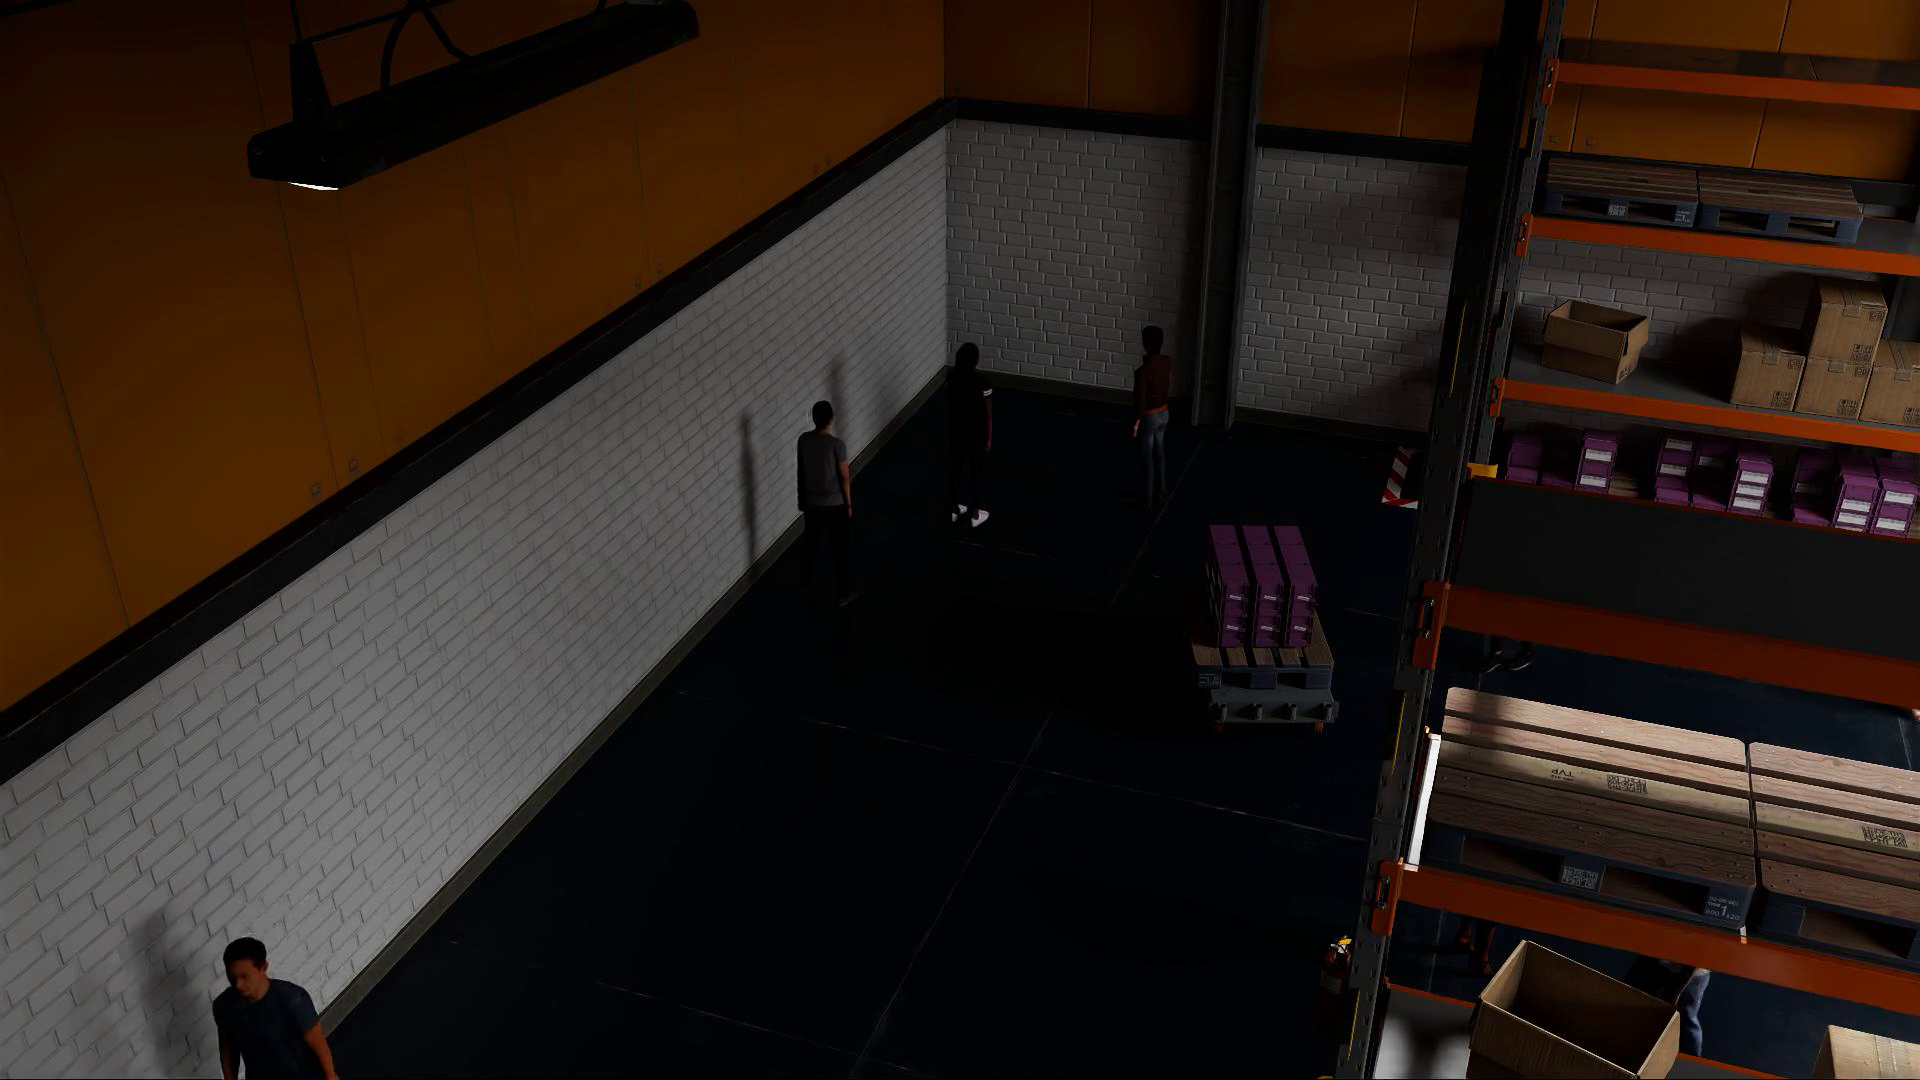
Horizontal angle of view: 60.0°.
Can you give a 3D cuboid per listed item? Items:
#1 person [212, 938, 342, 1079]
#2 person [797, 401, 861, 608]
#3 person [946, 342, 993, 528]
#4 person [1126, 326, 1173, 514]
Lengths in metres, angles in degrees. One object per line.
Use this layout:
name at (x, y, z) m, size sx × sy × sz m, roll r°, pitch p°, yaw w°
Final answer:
person at (-3.298, 2.622, 8.235) m, size 0.644 × 1.800 × 0.805 m, roll 4°, pitch 29°, yaw 7°
person at (-1.121, -0.313, 13.670) m, size 0.578 × 1.748 × 0.805 m, roll 12°, pitch 31°, yaw 21°
person at (0.064, -0.954, 14.864) m, size 0.498 × 1.729 × 0.655 m, roll 11°, pitch 31°, yaw 20°
person at (1.744, -1.095, 15.072) m, size 0.674 × 1.778 × 0.715 m, roll 25°, pitch 37°, yaw 38°
